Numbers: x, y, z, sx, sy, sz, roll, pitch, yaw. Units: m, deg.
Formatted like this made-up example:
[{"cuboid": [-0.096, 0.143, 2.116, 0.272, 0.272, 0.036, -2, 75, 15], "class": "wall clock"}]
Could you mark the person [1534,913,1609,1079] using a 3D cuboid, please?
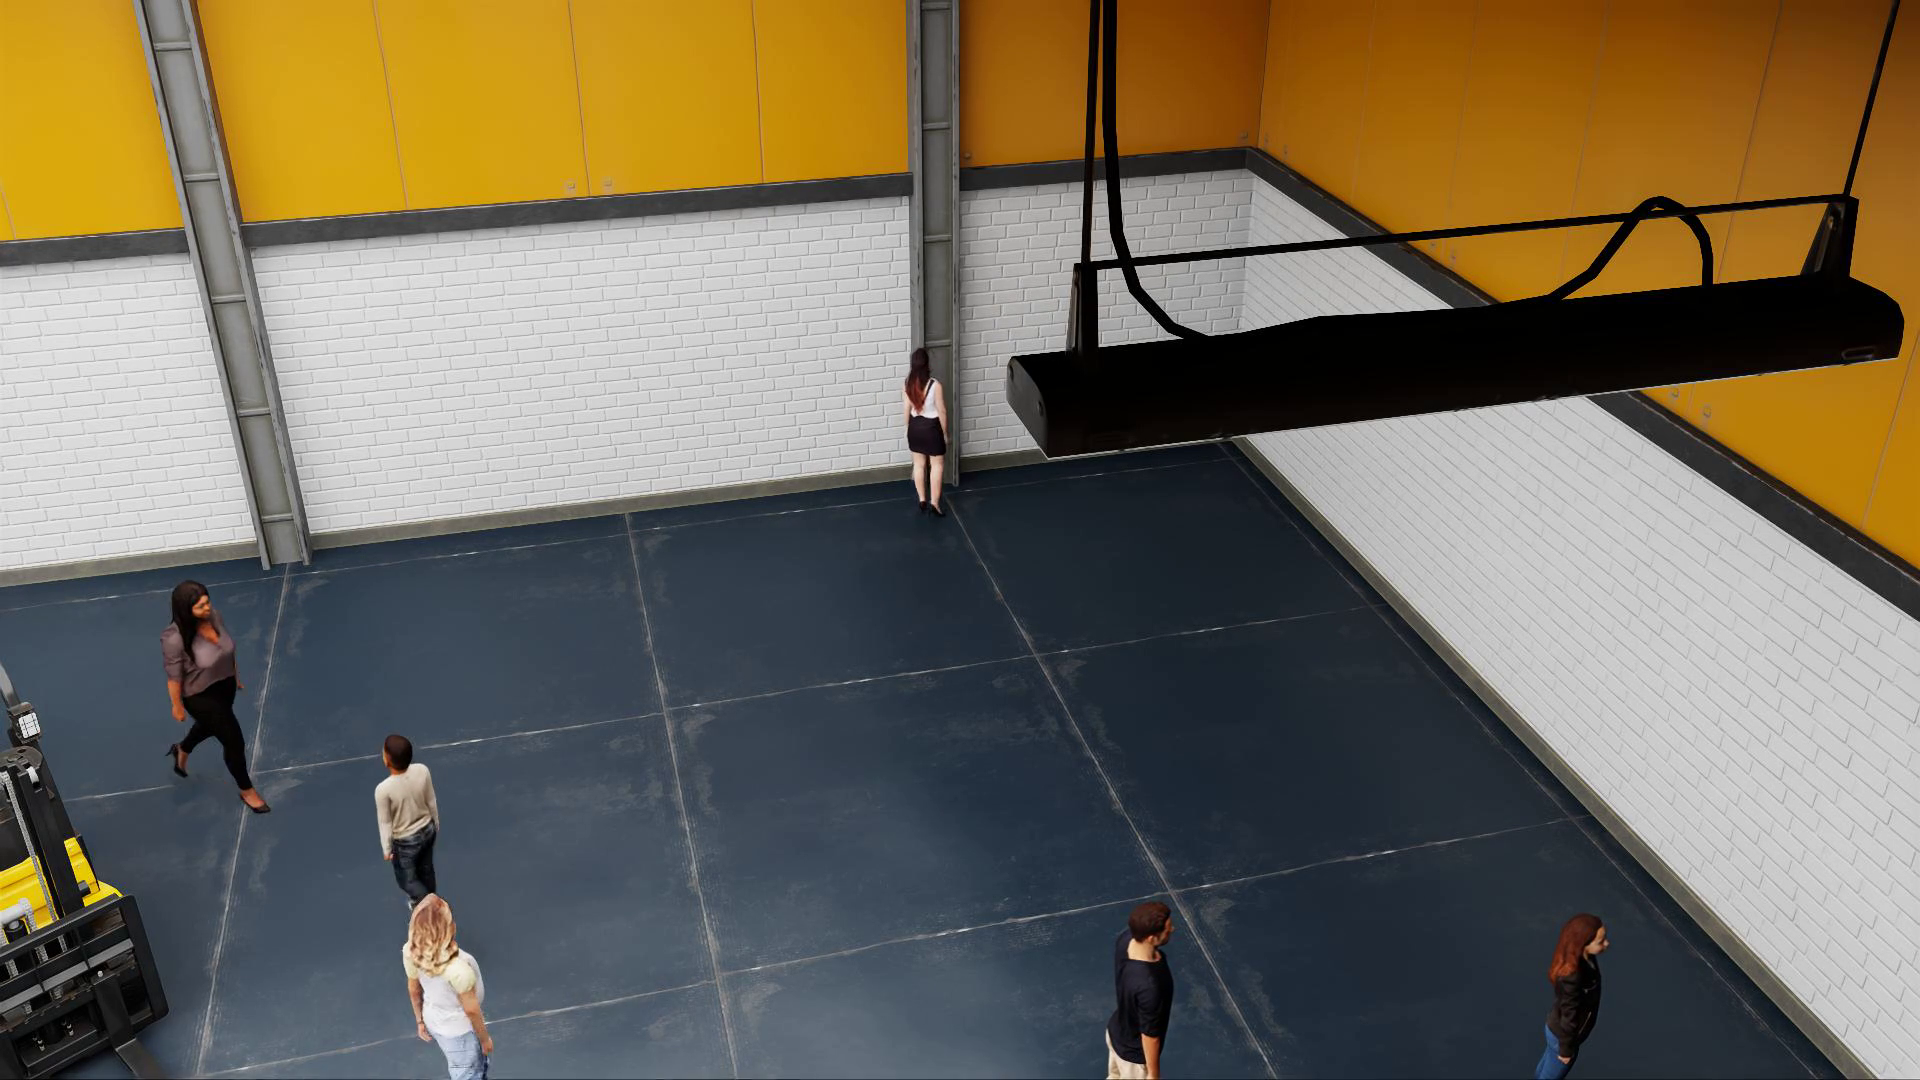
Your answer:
[{"cuboid": [3.252, 2.597, 8.925, 0.684, 1.484, 0.640, 12, 31, 21], "class": "person"}]

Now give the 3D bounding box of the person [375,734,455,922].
[{"cuboid": [-3.355, 1.863, 10.305, 0.886, 1.450, 0.861, 20, 35, 32], "class": "person"}]

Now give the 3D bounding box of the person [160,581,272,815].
[{"cuboid": [-5.232, 1.067, 11.401, 1.254, 1.799, 1.072, 9, 30, 16], "class": "person"}]

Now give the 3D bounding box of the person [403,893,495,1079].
[{"cuboid": [-2.687, 2.616, 8.661, 1.048, 1.702, 1.134, 17, 33, 28], "class": "person"}]

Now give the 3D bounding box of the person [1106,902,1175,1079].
[{"cuboid": [0.888, 2.582, 8.568, 0.533, 1.851, 0.634, -6, 29, -11], "class": "person"}]

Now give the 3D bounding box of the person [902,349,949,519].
[{"cuboid": [-0.308, -0.974, 15.303, 0.692, 1.644, 0.773, 11, 30, 19], "class": "person"}]
